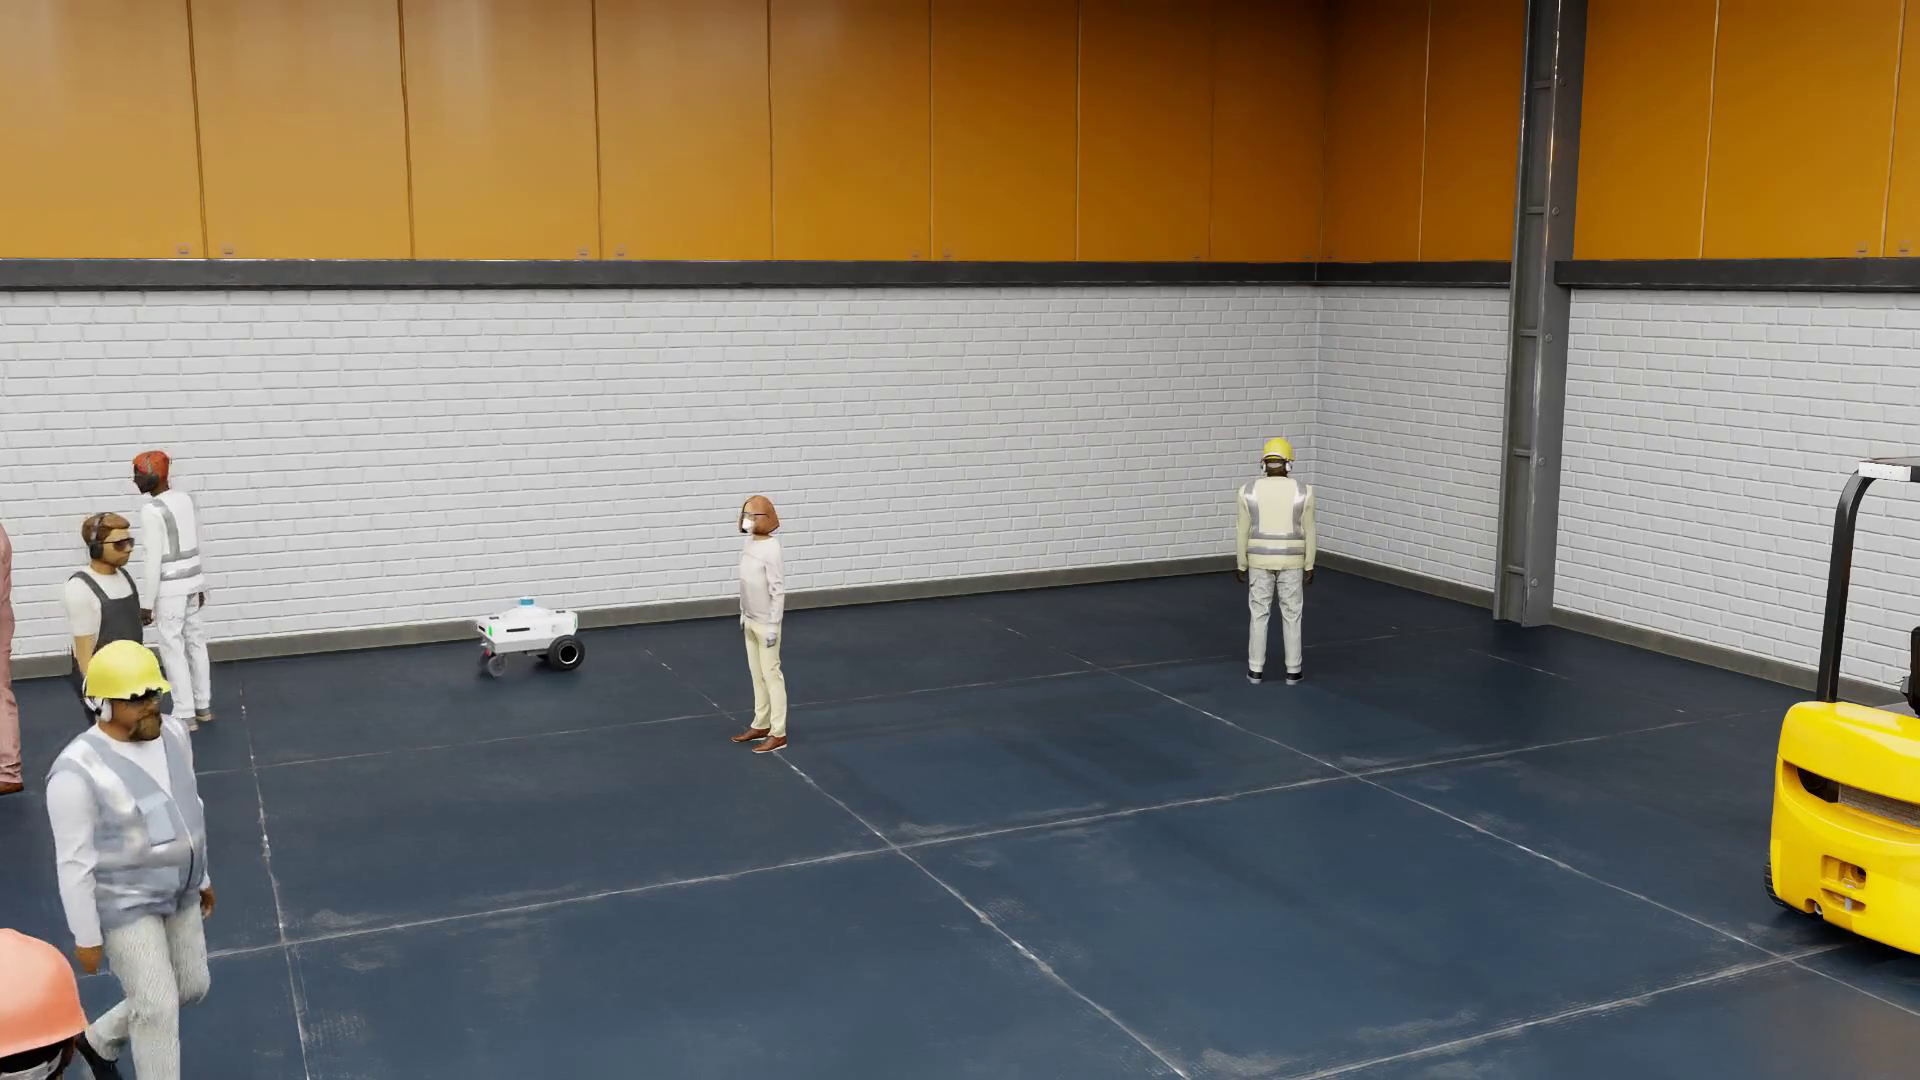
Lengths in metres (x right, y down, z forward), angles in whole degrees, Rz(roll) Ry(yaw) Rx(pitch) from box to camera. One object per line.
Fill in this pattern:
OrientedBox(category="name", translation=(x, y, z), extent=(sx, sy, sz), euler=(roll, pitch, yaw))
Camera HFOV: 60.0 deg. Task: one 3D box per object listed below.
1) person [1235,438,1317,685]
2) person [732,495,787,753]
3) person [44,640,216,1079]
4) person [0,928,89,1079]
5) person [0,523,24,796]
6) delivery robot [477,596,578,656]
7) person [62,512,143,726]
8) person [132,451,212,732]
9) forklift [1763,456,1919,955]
OrientedBox(category="person", translation=(2.324, 0.161, 12.248), extent=(0.588, 1.822, 0.403), euler=(2, 9, 12))
OrientedBox(category="person", translation=(-1.272, 0.523, 10.573), extent=(0.275, 1.636, 0.507), euler=(-5, 11, -30))
OrientedBox(category="person", translation=(-2.874, 1.215, 5.746), extent=(0.610, 1.808, 0.595), euler=(2, 9, 12))
OrientedBox(category="person", translation=(-1.573, 1.613, 2.889), extent=(0.378, 1.932, 0.551), euler=(9, 13, 43))
OrientedBox(category="person", translation=(-5.696, 0.538, 9.645), extent=(0.407, 1.908, 0.641), euler=(-6, 11, -33))
OrientedBox(category="delivery robot", translation=(-3.297, 0.673, 12.674), extent=(0.707, 0.478, 0.477), euler=(-5, 10, -31))
OrientedBox(category="person", translation=(-4.309, 0.765, 8.457), extent=(0.495, 1.833, 0.539), euler=(2, 9, 10))
OrientedBox(category="person", translation=(-5.212, 0.334, 11.050), extent=(0.356, 1.869, 0.666), euler=(0, 9, 2))
OrientedBox(category="forklift", translation=(4.857, 0.731, 7.561), extent=(2.313, 2.155, 1.214), euler=(-4, 10, -25))
